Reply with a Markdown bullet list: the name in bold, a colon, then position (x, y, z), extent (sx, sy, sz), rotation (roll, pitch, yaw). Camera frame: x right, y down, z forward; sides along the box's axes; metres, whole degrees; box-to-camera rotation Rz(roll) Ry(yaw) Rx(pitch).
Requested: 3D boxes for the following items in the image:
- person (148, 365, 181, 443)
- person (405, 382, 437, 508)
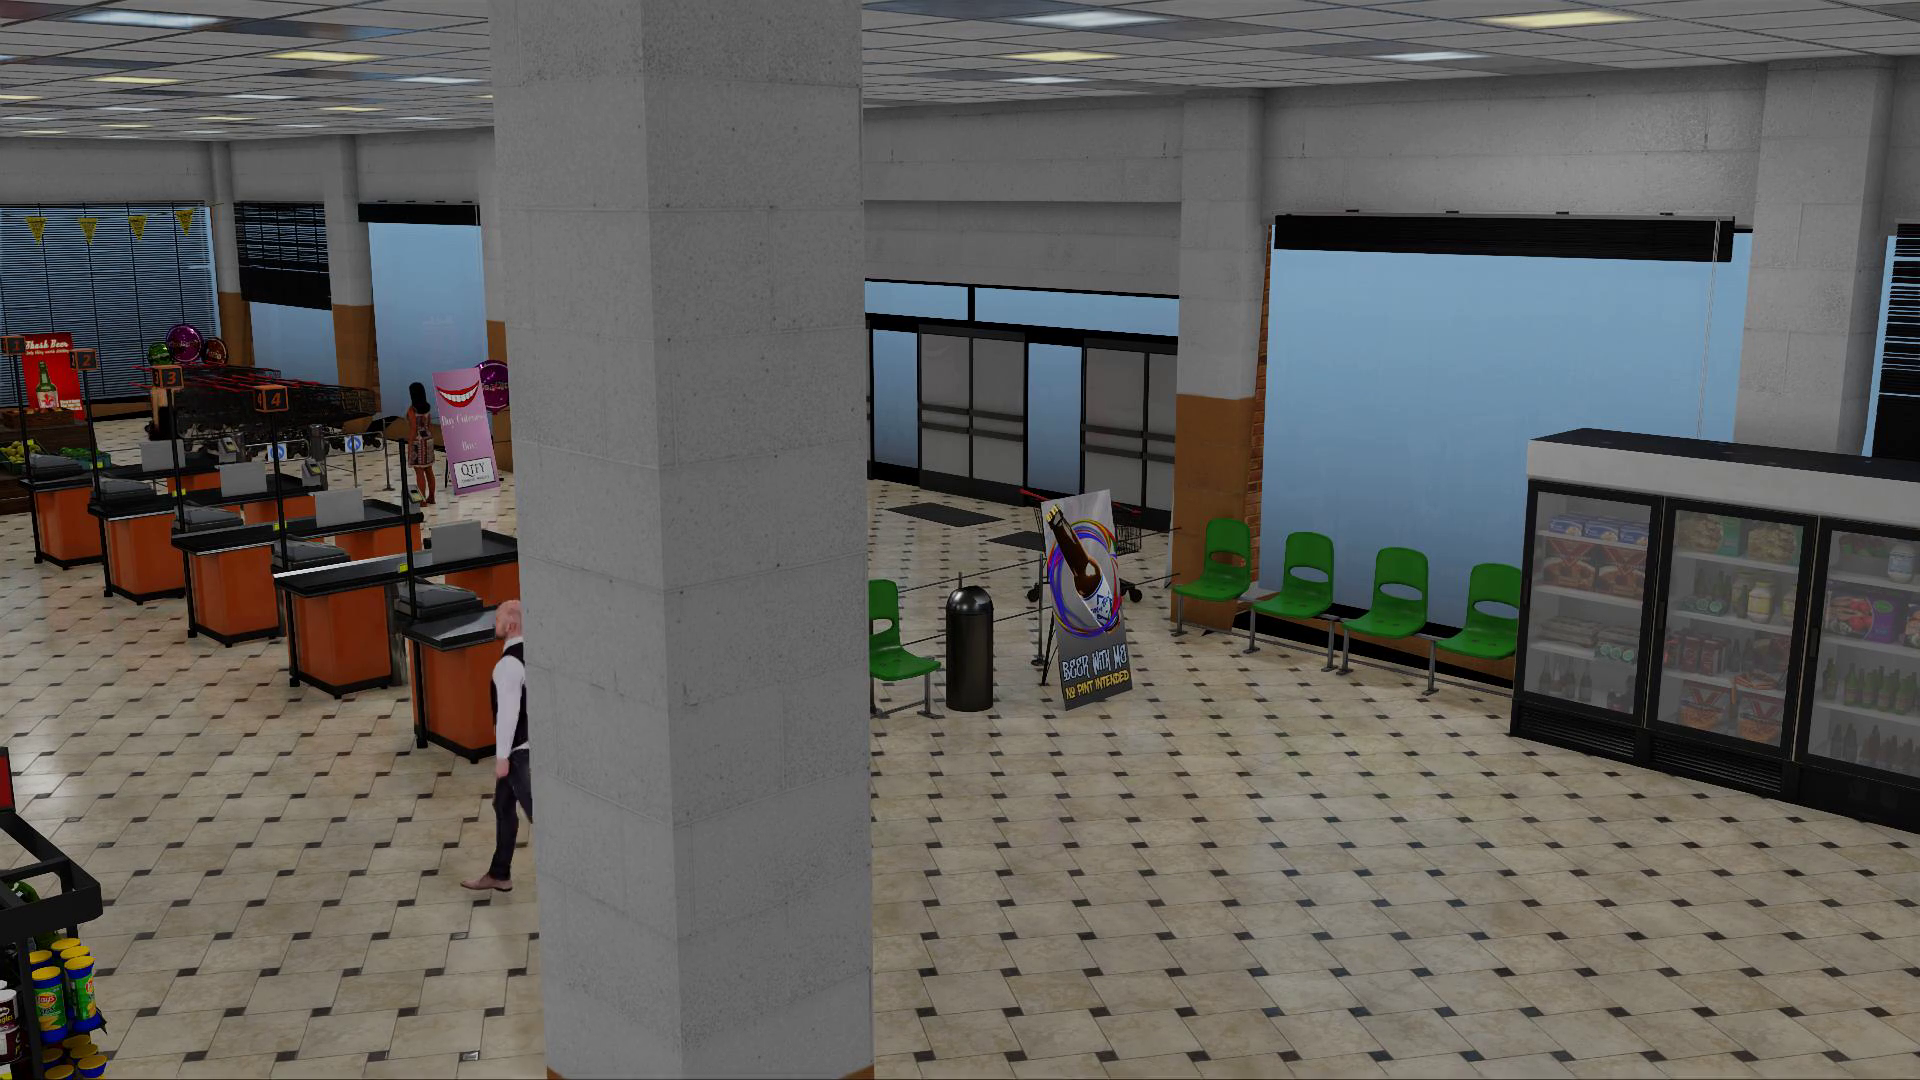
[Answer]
- **person**: position (-11.410, -1.676, 23.982), extent (0.935, 1.620, 1.034), rotation (4, 13, 20)
- **person**: position (-7.134, -1.272, 22.000), extent (0.784, 1.645, 0.642), rotation (4, 12, 17)
